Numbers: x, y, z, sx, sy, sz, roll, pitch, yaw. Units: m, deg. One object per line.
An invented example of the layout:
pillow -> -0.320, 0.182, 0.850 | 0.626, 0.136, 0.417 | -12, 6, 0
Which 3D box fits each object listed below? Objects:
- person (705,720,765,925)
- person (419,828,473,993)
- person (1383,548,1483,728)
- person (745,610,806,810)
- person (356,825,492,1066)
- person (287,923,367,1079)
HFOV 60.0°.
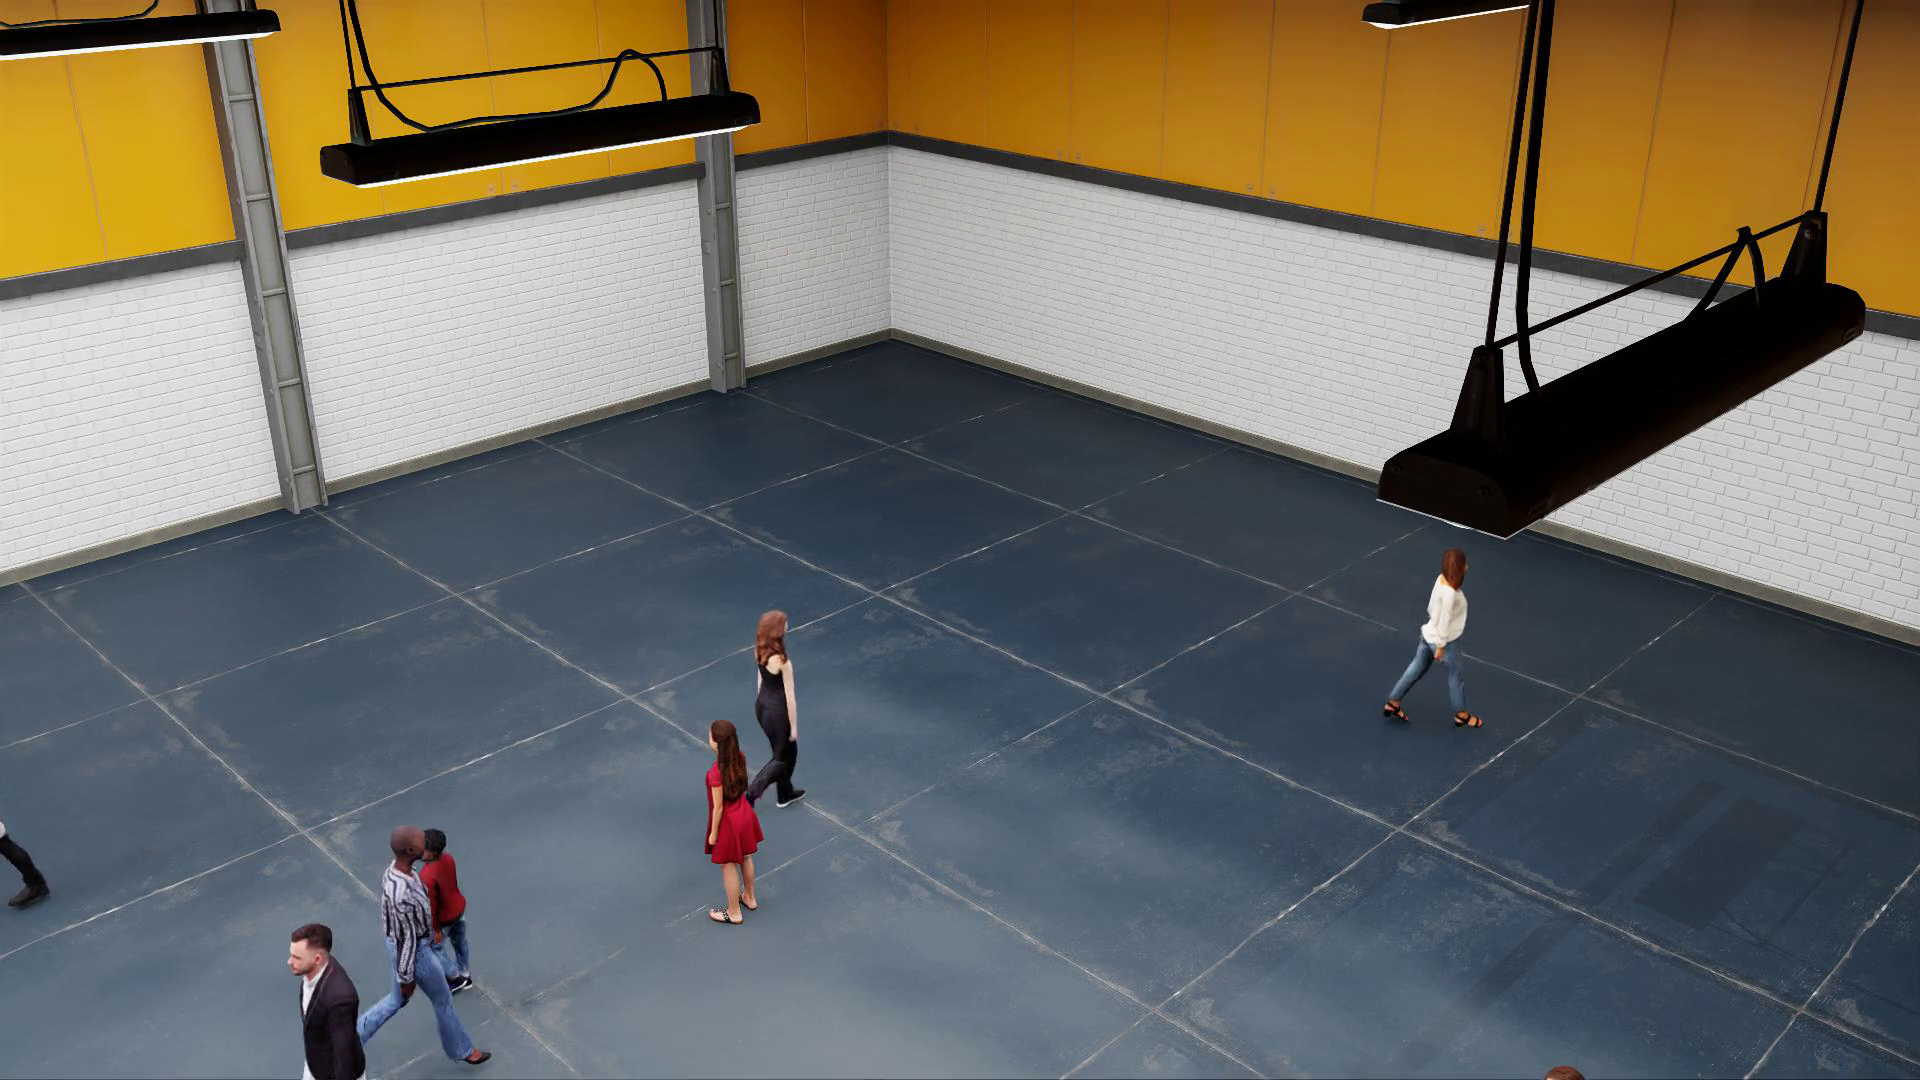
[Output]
person -> -1.597, 1.943, 11.562 | 0.687, 1.553, 0.622 | 12, 26, 25
person -> -3.296, 2.429, 10.839 | 0.658, 1.243, 0.572 | 5, 24, 11
person -> 3.947, 0.840, 13.978 | 1.092, 1.639, 1.072 | 2, 24, 5
person -> -1.479, 1.364, 12.669 | 0.575, 1.728, 0.928 | 22, 32, 40
person -> -3.381, 2.541, 9.945 | 1.248, 1.754, 0.947 | -10, 26, -22
person -> -3.313, 2.867, 9.131 | 1.200, 1.807, 0.786 | -17, 29, -34
